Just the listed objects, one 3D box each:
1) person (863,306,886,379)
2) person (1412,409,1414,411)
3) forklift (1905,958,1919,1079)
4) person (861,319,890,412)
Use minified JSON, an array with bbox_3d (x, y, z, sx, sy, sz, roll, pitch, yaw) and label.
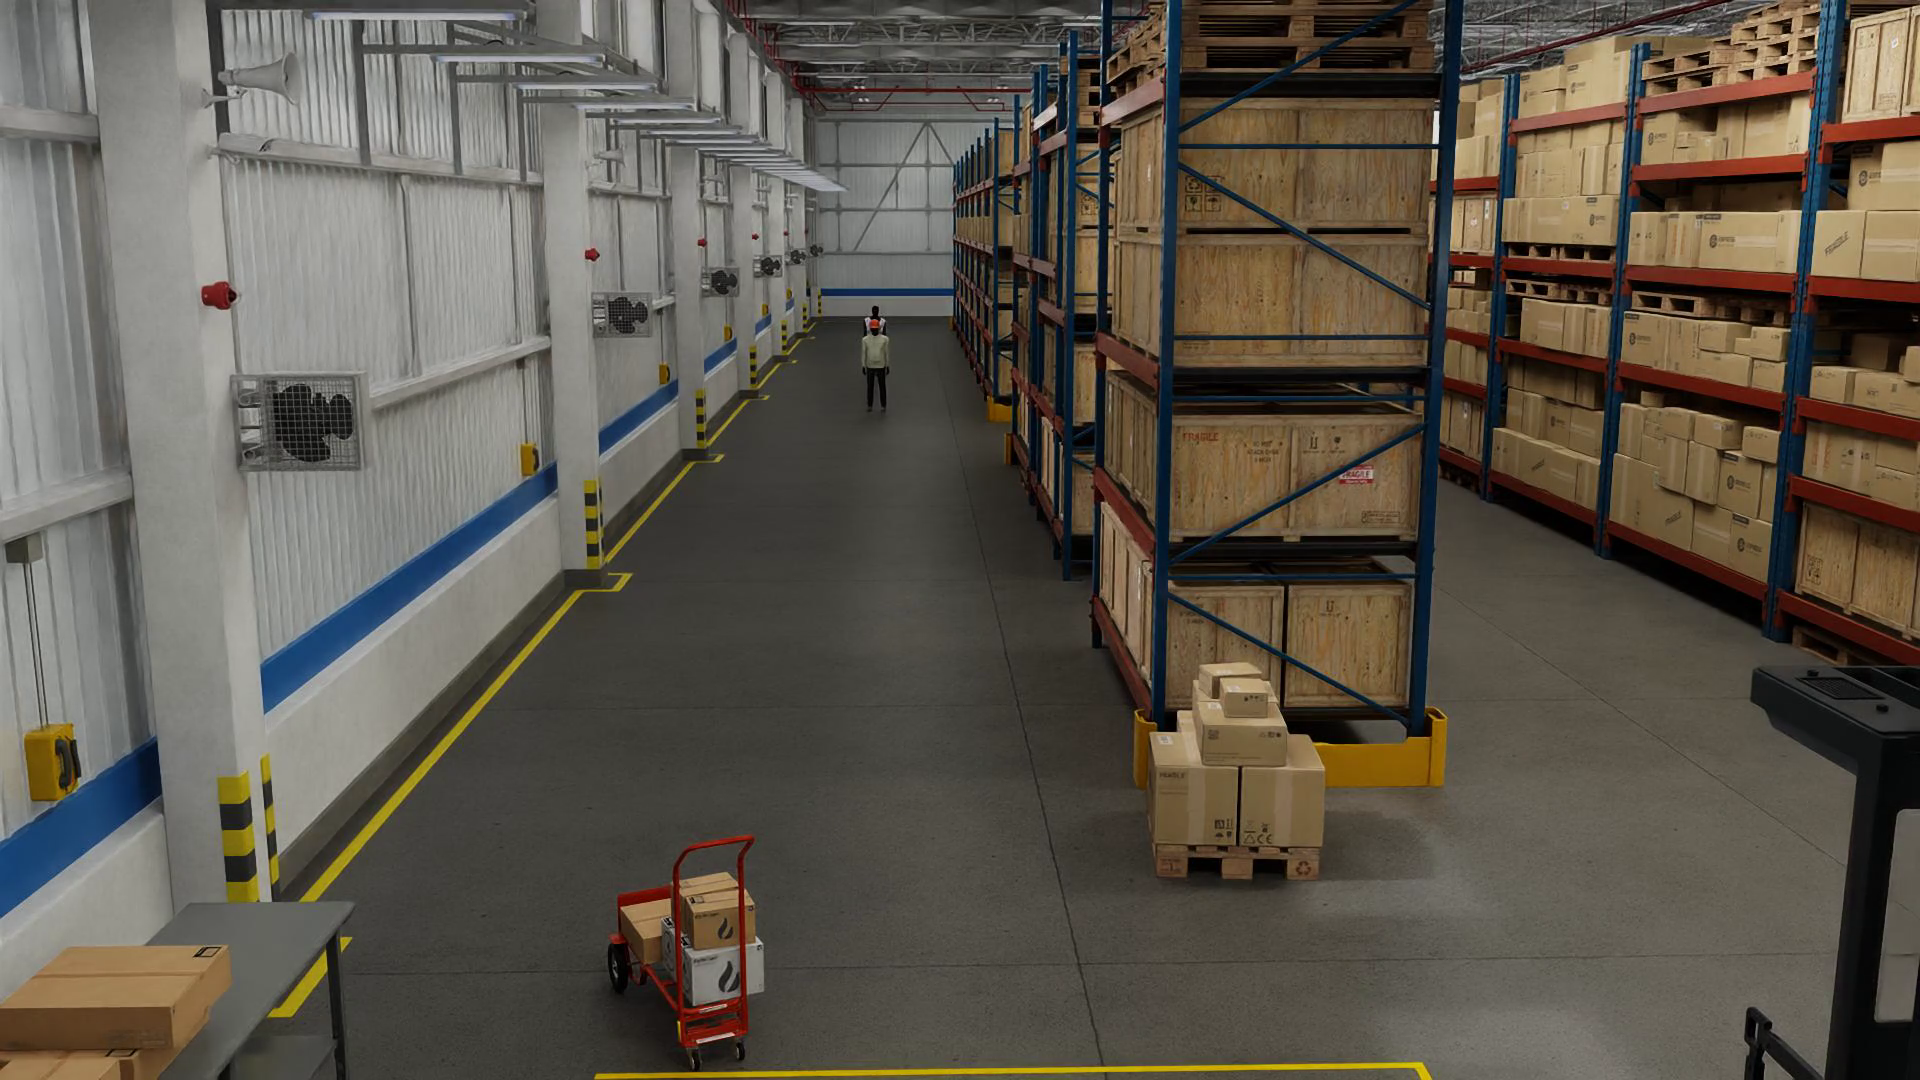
[{"bbox_3d":[-2.194,-5.067,42.762,0.598,1.907,0.406,-2,11,-12],"label":"person"},{"bbox_3d":[8.727,-2.884,31.477,0.816,1.883,0.652,1,11,7],"label":"person"},{"bbox_3d":[3.157,1.764,4.674,1.129,2.768,1.873,0,11,-2],"label":"forklift"},{"bbox_3d":[-1.806,-3.732,35.604,0.615,1.988,0.402,0,11,2],"label":"person"}]
